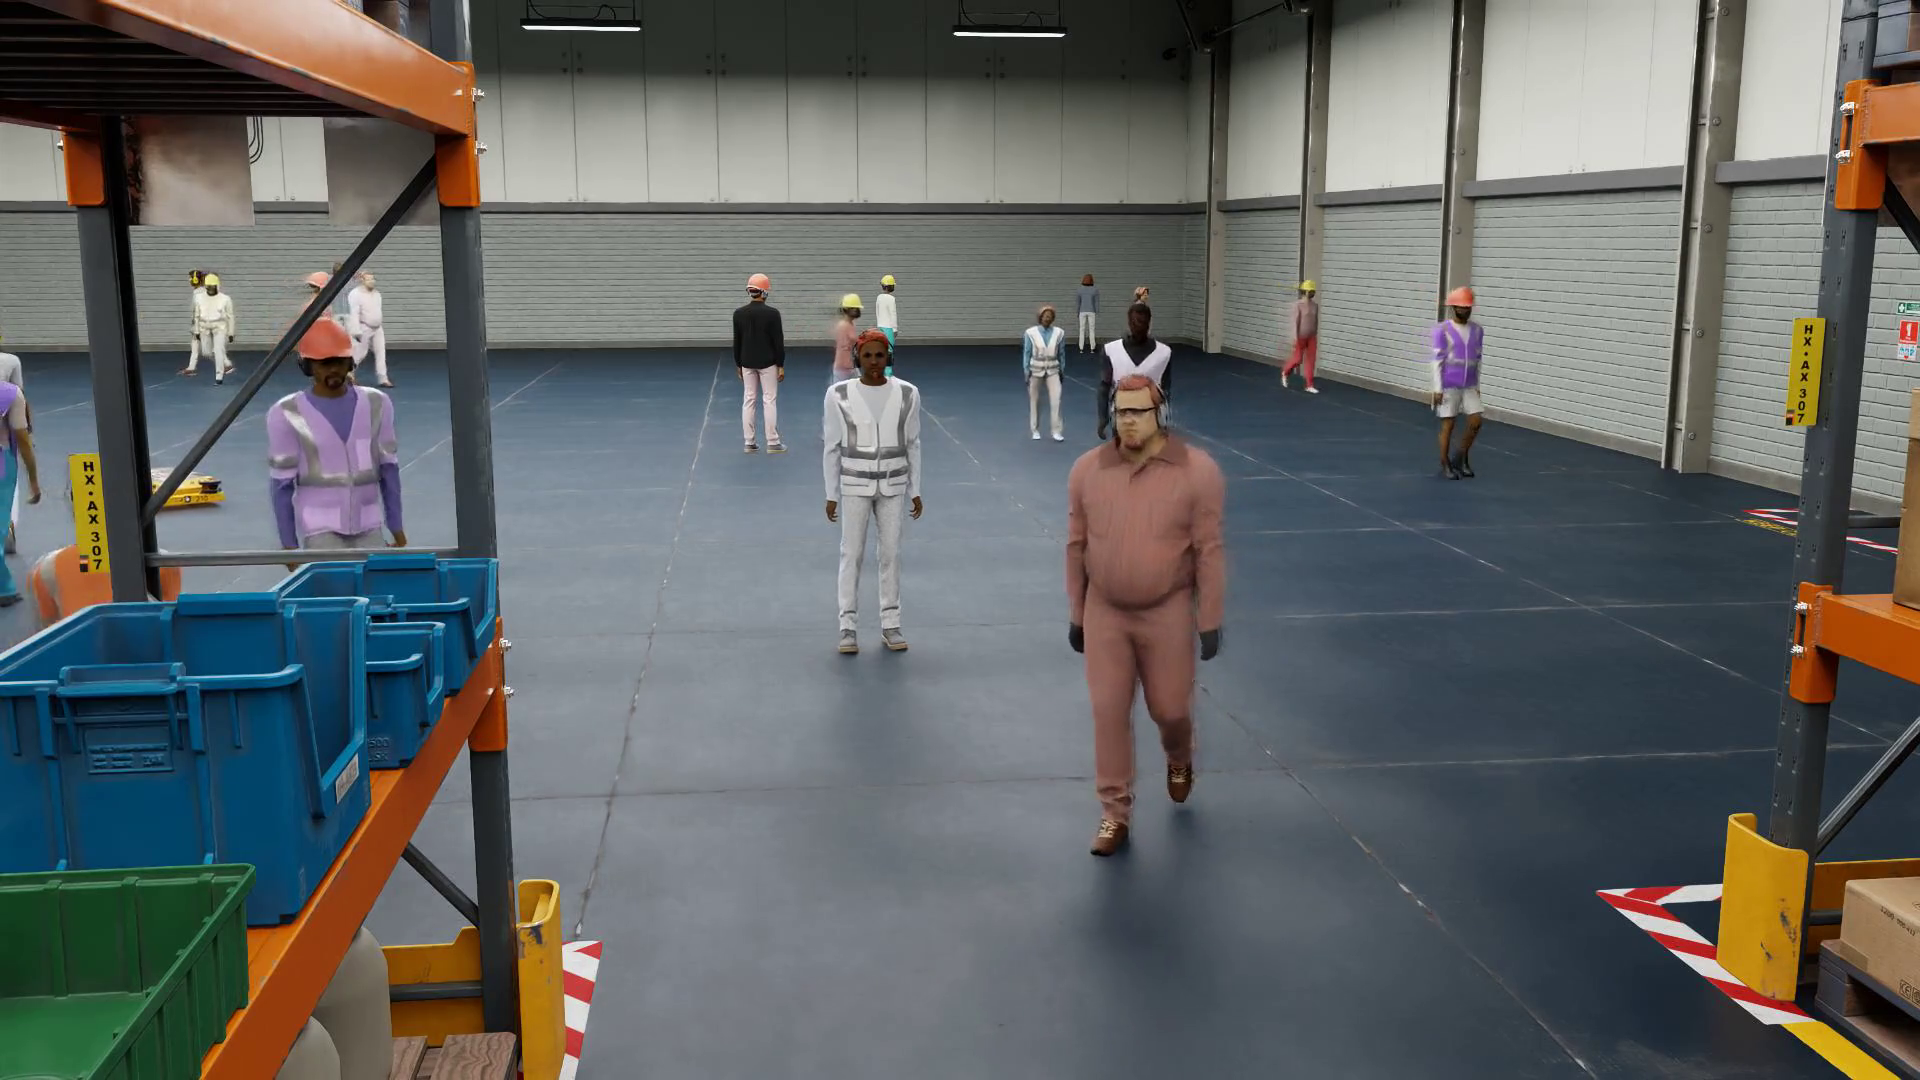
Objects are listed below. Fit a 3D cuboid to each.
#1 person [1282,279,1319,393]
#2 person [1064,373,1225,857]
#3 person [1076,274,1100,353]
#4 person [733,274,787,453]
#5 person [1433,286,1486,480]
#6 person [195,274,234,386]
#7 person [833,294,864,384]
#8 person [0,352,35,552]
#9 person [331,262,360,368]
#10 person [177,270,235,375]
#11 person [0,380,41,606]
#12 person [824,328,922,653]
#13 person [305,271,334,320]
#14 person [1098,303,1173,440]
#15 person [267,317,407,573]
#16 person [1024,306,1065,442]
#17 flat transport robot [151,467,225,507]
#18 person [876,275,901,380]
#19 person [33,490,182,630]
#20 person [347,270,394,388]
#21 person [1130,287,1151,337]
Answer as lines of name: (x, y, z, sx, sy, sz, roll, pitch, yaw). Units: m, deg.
person: (5.338, -3.175, 25.863, 0.535, 1.750, 0.643, -5, 12, -27)
person: (0.733, 0.264, 6.656, 0.653, 1.881, 0.737, 4, 11, 19)
person: (2.657, -4.711, 34.616, 0.497, 1.633, 0.285, 3, 11, 14)
person: (-2.225, -1.959, 18.536, 0.609, 1.995, 0.376, 4, 11, 19)
person: (4.938, -1.539, 16.453, 0.557, 1.917, 0.461, -3, 11, -14)
person: (-12.099, -3.421, 27.029, 0.593, 1.814, 0.601, 0, 10, -2)
person: (-1.210, -1.981, 19.389, 0.837, 1.734, 0.531, 3, 11, 18)
person: (-7.456, -0.835, 12.826, 0.526, 1.840, 0.887, -6, 12, -28)
person: (-11.279, -4.084, 30.351, 0.629, 1.937, 0.379, -3, 11, -14)
person: (-13.204, -3.788, 29.031, 0.959, 1.830, 0.530, -1, 10, -8)
person: (-6.166, -0.389, 10.495, 0.579, 1.809, 0.984, -1, 10, -8)
person: (-0.501, -0.283, 9.655, 0.578, 1.882, 0.346, -3, 11, -14)
person: (-8.027, -2.359, 20.782, 0.634, 1.974, 0.630, -9, 13, -39)
person: (1.422, -0.983, 13.546, 0.598, 1.866, 1.011, 1, 10, 6)
person: (-3.073, -0.090, 8.207, 0.627, 2.023, 0.585, -9, 13, -40)
person: (0.996, -1.945, 19.548, 0.518, 1.586, 0.771, -1, 10, -8)
flat transport robot: (-7.343, -0.497, 15.252, 0.652, 0.197, 1.431, -10, 14, -43)
person: (-1.203, -3.539, 27.826, 0.310, 1.768, 0.533, -7, 13, -34)
person: (-2.850, 0.537, 5.758, 0.542, 1.654, 0.843, 1, 10, 4)
person: (-9.505, -3.376, 26.629, 0.866, 1.880, 0.648, 6, 12, 30)
person: (2.786, -3.095, 25.737, 0.308, 1.641, 0.514, 6, 12, 30)
